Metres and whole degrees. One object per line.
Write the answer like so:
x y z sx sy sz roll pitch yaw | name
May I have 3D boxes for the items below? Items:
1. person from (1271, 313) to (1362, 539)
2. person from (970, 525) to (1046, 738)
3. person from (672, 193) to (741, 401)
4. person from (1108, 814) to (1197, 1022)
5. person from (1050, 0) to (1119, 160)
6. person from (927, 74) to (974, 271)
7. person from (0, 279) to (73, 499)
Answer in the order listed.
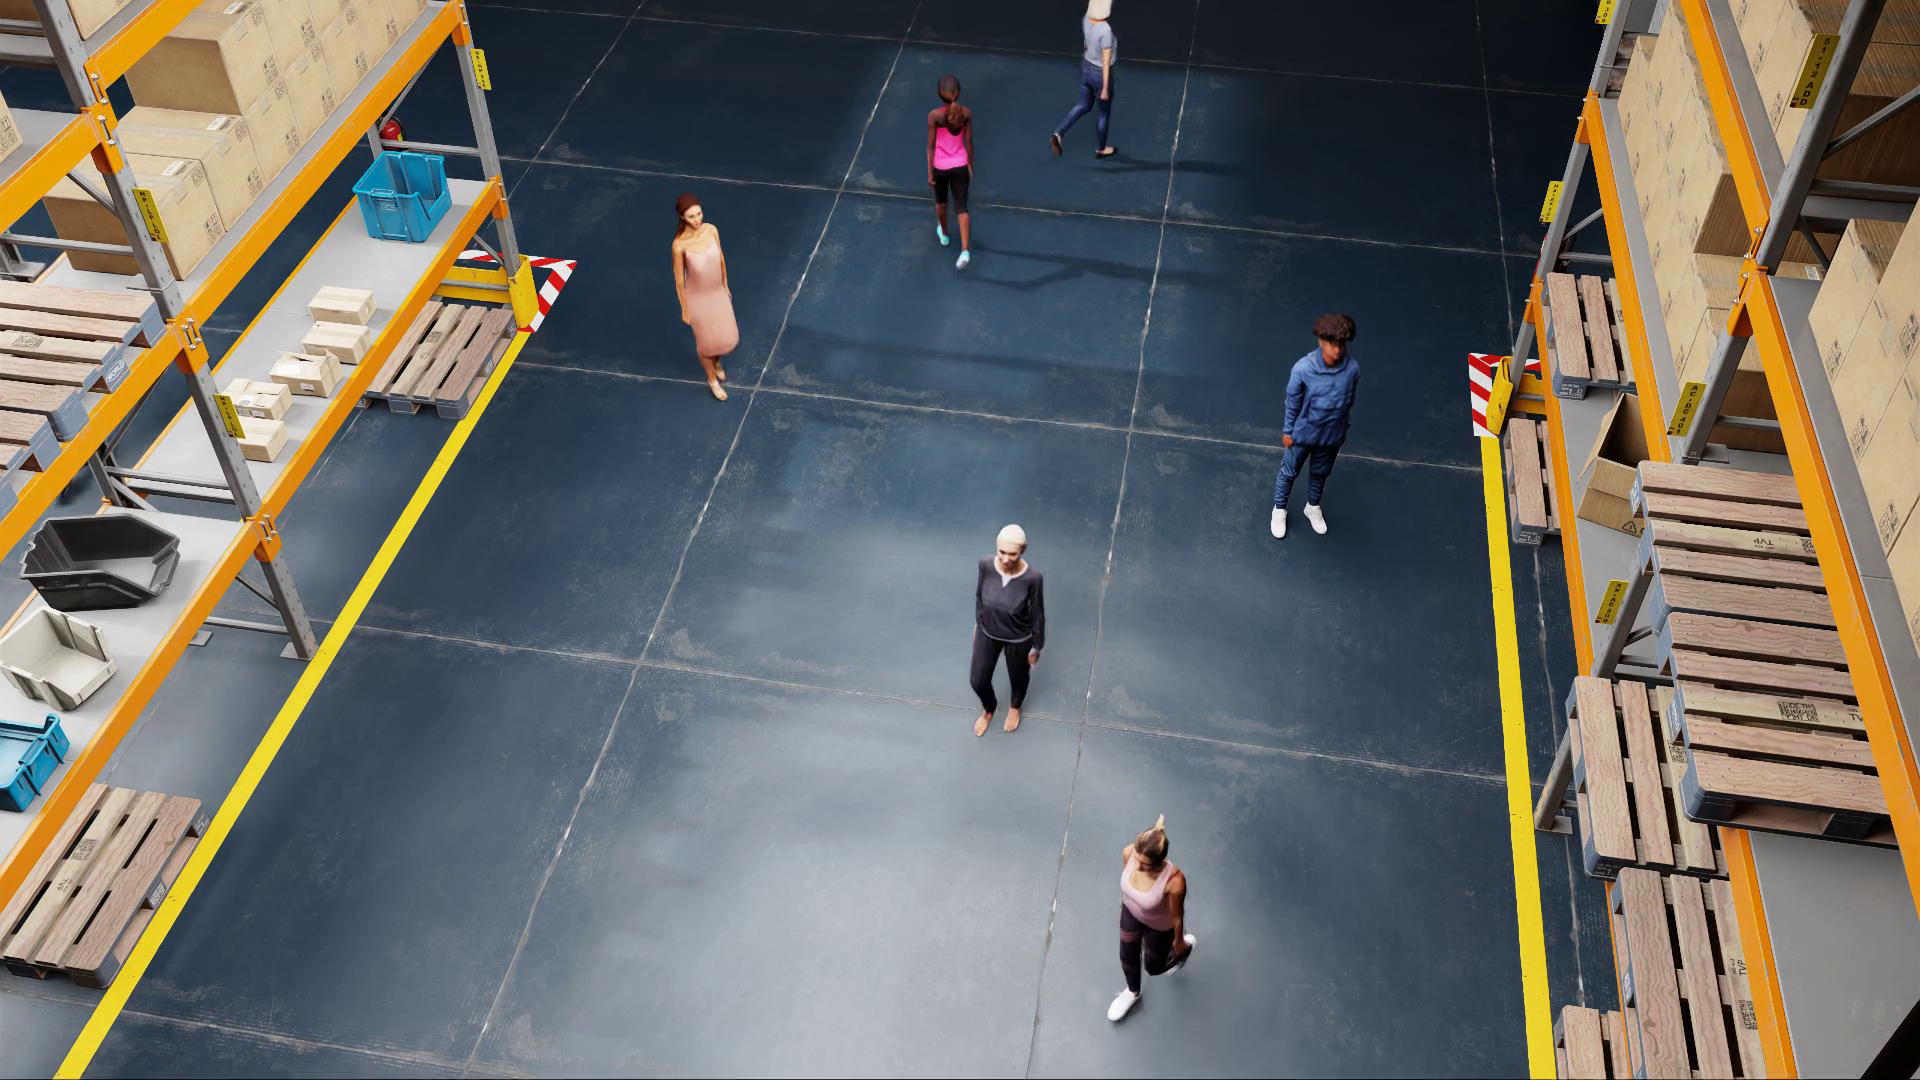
2.473 -0.800 11.553 0.738 1.813 0.692 -5 44 -5 | person
0.312 0.498 10.264 0.677 1.712 0.650 14 45 14 | person
-1.992 -1.877 12.678 0.764 1.821 0.829 -30 51 -28 | person
1.056 1.926 8.820 0.827 1.636 0.943 34 53 30 | person
1.173 -4.236 15.235 0.971 1.710 0.952 -21 47 -20 | person
-0.065 -3.083 14.034 0.804 1.697 1.136 -7 44 -7 | person
-6.655 -1.283 12.059 0.824 1.815 0.997 13 45 14 | person
